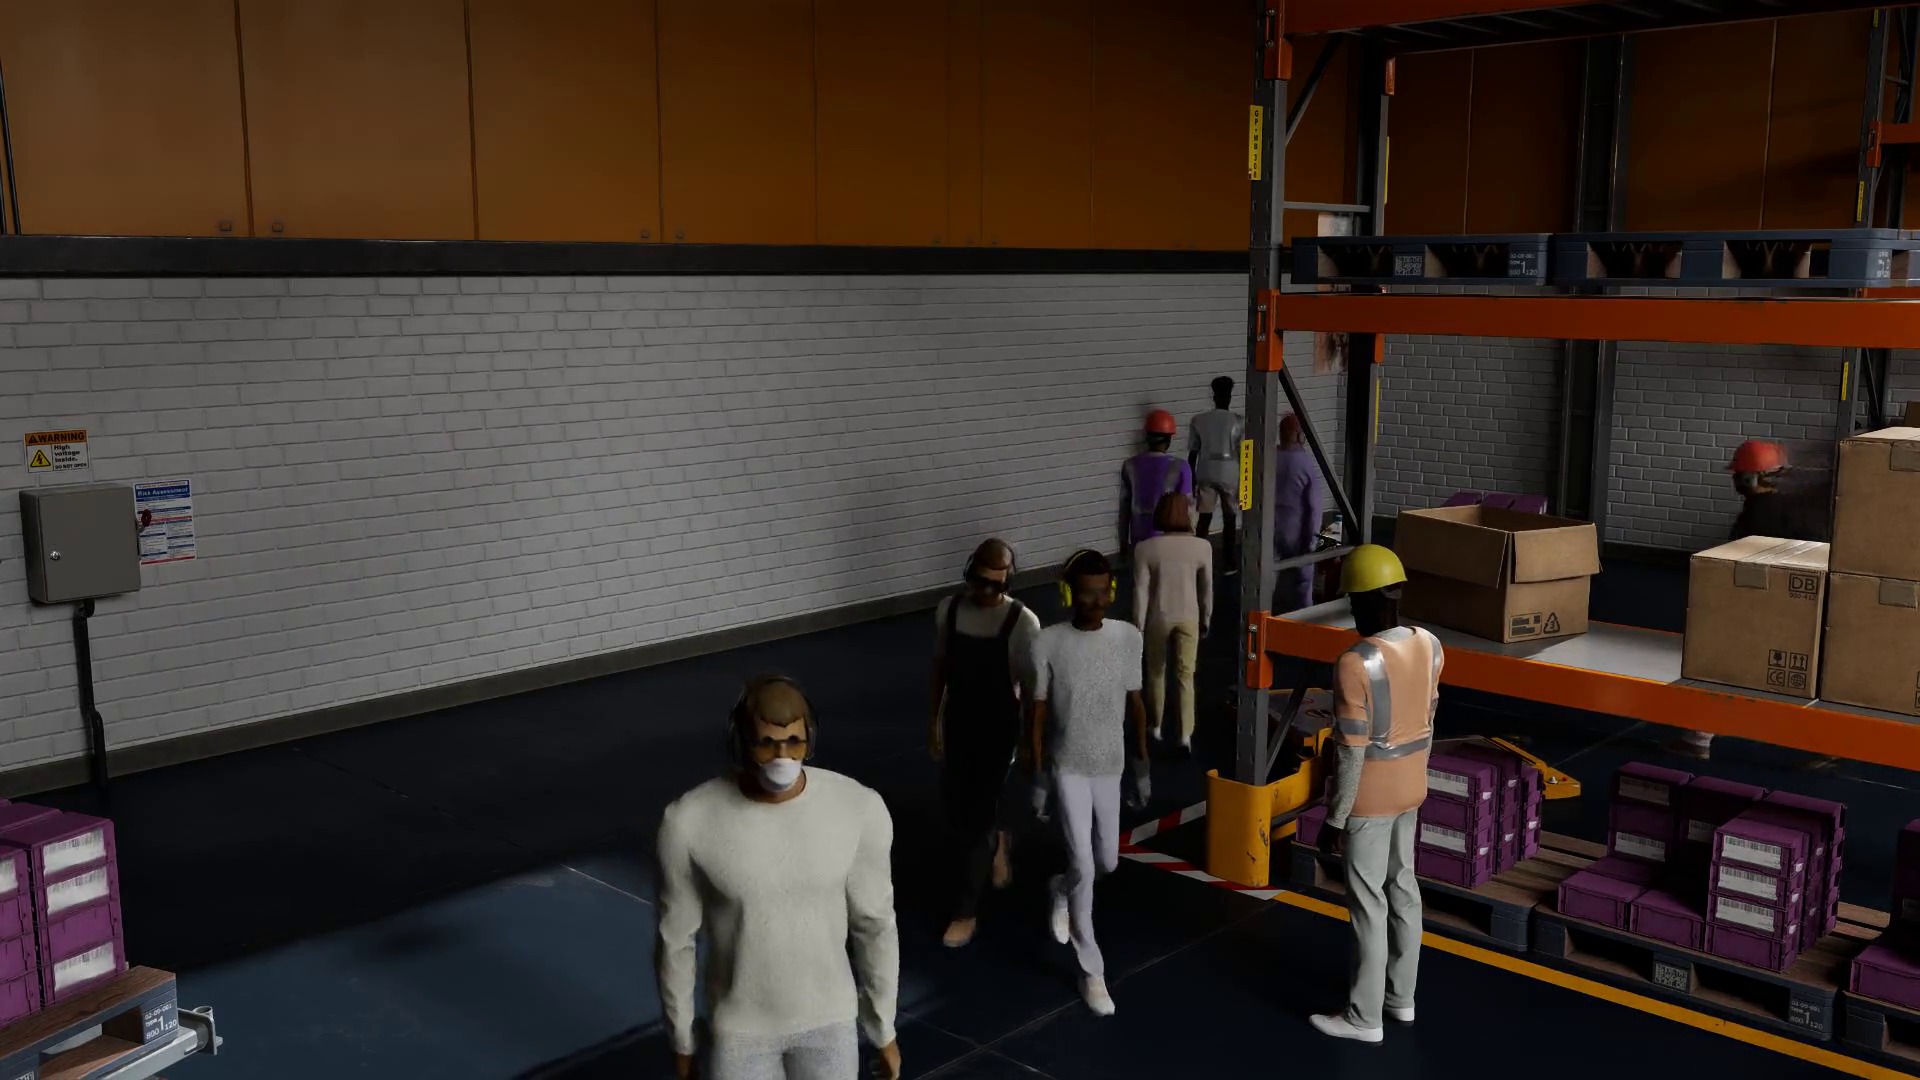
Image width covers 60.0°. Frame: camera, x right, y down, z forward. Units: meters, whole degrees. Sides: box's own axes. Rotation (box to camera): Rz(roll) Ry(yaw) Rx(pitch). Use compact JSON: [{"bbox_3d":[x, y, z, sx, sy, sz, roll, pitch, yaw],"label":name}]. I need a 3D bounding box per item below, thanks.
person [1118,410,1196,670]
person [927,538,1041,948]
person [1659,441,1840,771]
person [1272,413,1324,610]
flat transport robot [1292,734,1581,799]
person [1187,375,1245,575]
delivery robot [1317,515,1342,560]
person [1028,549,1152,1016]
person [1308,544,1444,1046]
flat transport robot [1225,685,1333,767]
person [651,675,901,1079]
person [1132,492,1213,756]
[{"bbox_3d":[1.513,-0.017,12.436,0.555,1.900,0.858,6,11,31],"label":"person"},{"bbox_3d":[0.120,0.855,7.416,0.558,1.806,0.682,4,10,25],"label":"person"},{"bbox_3d":[4.745,0.391,9.792,0.984,1.959,0.635,9,13,44],"label":"person"},{"bbox_3d":[2.510,-0.042,12.749,0.652,1.854,0.991,6,11,34],"label":"person"},{"bbox_3d":[2.670,1.299,9.361,1.431,0.197,0.652,-2,9,-11],"label":"flat transport robot"},{"bbox_3d":[2.470,-0.595,15.856,0.613,1.948,0.754,4,10,23],"label":"person"},{"bbox_3d":[3.692,0.000,16.170,0.477,0.478,0.707,3,10,21],"label":"delivery robot"},{"bbox_3d":[0.512,0.927,6.848,0.519,1.846,0.801,-3,10,-17],"label":"person"},{"bbox_3d":[1.578,0.968,6.356,0.585,1.917,0.378,-8,12,-41],"label":"person"},{"bbox_3d":[2.202,1.144,10.307,0.652,0.197,1.431,-2,9,-11],"label":"flat transport robot"},{"bbox_3d":[-0.475,1.287,4.401,0.634,1.926,0.457,-3,10,-16],"label":"person"},{"bbox_3d":[1.302,0.504,10.168,0.500,1.604,0.770,0,9,0],"label":"person"}]
